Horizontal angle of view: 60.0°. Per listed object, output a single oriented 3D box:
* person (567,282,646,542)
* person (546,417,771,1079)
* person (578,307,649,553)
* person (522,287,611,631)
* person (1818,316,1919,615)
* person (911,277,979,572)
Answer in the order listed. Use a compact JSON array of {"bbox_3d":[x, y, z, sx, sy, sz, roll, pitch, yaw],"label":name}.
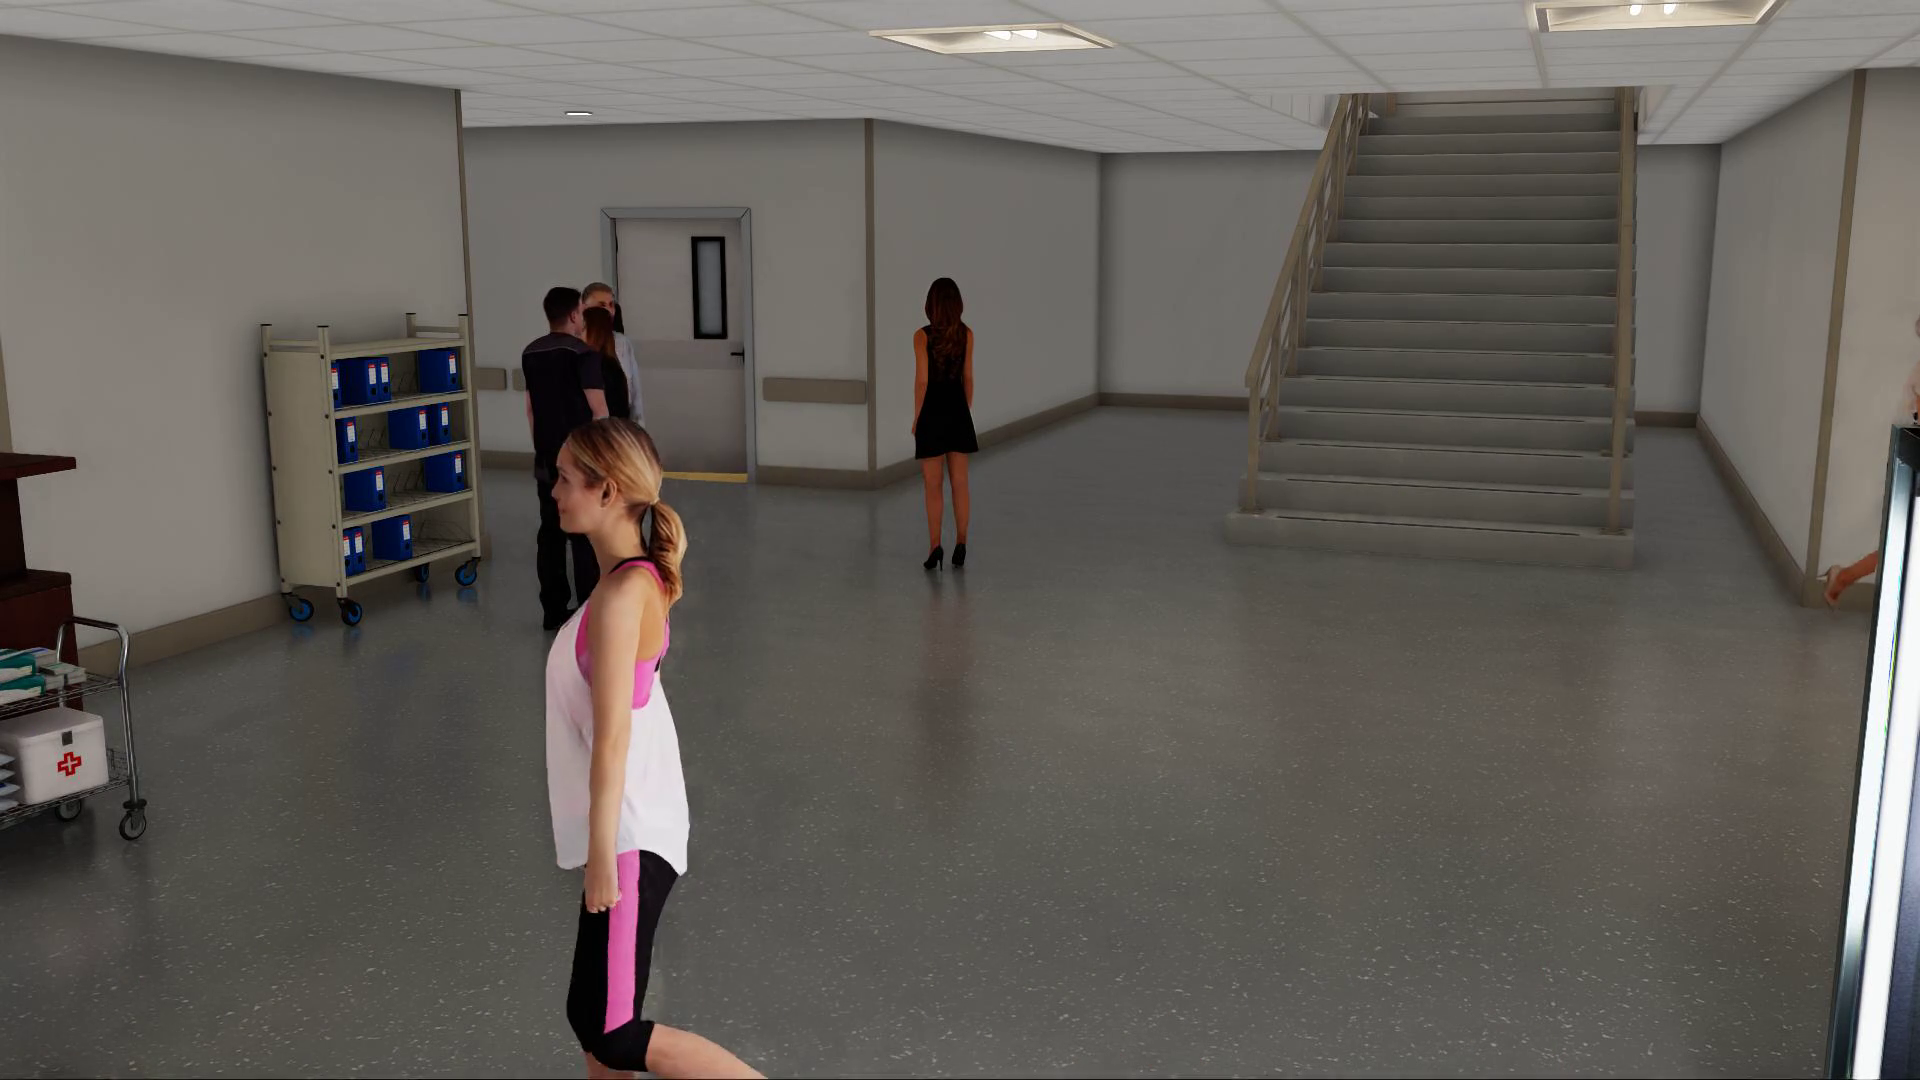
[{"bbox_3d":[-2.286,-0.700,10.493,1.013,1.779,1.234,10,14,41],"label":"person"},{"bbox_3d":[-0.595,0.646,3.418,0.927,1.771,0.978,-1,11,-5],"label":"person"},{"bbox_3d":[-1.985,-0.485,9.549,1.041,1.707,0.910,0,11,2],"label":"person"},{"bbox_3d":[-2.079,-0.426,8.865,0.765,1.846,0.667,7,13,32],"label":"person"},{"bbox_3d":[4.907,-0.322,8.613,0.812,1.737,0.942,7,13,31],"label":"person"},{"bbox_3d":[-0.102,-0.726,10.479,0.655,1.835,0.717,-5,12,-25],"label":"person"}]
